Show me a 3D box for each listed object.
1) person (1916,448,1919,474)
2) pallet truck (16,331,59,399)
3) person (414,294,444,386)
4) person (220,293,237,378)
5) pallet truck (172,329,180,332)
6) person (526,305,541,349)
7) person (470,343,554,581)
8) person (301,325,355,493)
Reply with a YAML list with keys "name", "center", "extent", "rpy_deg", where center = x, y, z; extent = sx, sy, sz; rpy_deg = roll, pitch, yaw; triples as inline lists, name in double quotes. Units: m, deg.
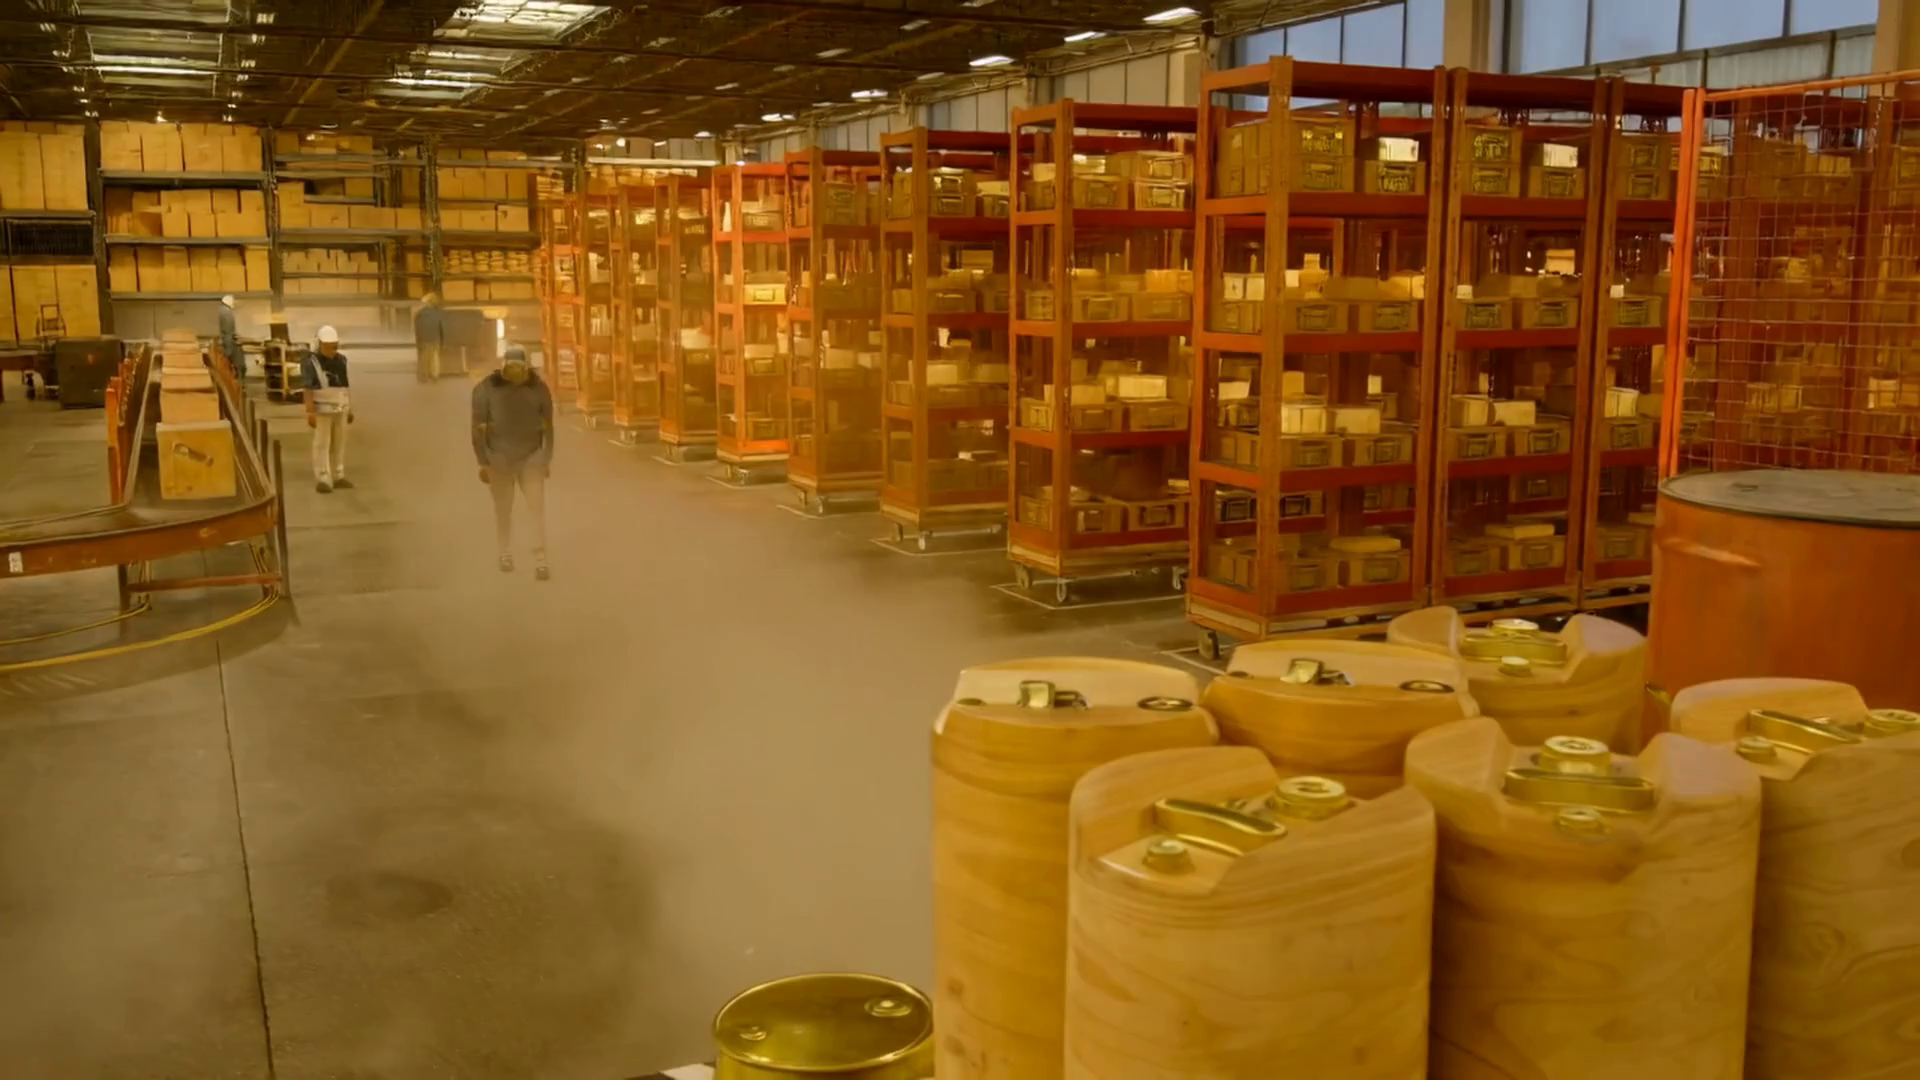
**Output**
- name: "person"
  center: [7.723, -0.590, 13.124]
  extent: [0.590, 1.792, 0.990]
  rpy_deg: [-6, 11, -33]
- name: "pallet truck"
  center: [-17.082, -3.353, 31.781]
  extent: [1.630, 1.274, 0.653]
  rpy_deg: [-4, 10, -25]
- name: "person"
  center: [-11.274, -4.239, 35.289]
  extent: [0.655, 1.934, 1.030]
  rpy_deg: [-7, 11, -35]
- name: "person"
  center: [-16.494, -4.606, 37.578]
  extent: [0.363, 1.939, 0.636]
  rpy_deg: [-4, 10, -21]
- name: "pallet truck"
  center: [-17.275, -3.851, 35.096]
  extent: [1.601, 1.201, 0.680]
  rpy_deg: [0, 9, 1]
- name: "person"
  center: [-13.020, -6.687, 50.925]
  extent: [0.470, 1.803, 0.726]
  rpy_deg: [3, 10, 17]
- name: "person"
  center: [-3.510, -0.615, 13.084]
  extent: [0.649, 1.861, 0.984]
  rpy_deg: [-4, 10, -22]
- name: "person"
  center: [-6.920, -1.443, 18.283]
  extent: [0.404, 1.829, 0.600]
  rpy_deg: [5, 10, 27]
